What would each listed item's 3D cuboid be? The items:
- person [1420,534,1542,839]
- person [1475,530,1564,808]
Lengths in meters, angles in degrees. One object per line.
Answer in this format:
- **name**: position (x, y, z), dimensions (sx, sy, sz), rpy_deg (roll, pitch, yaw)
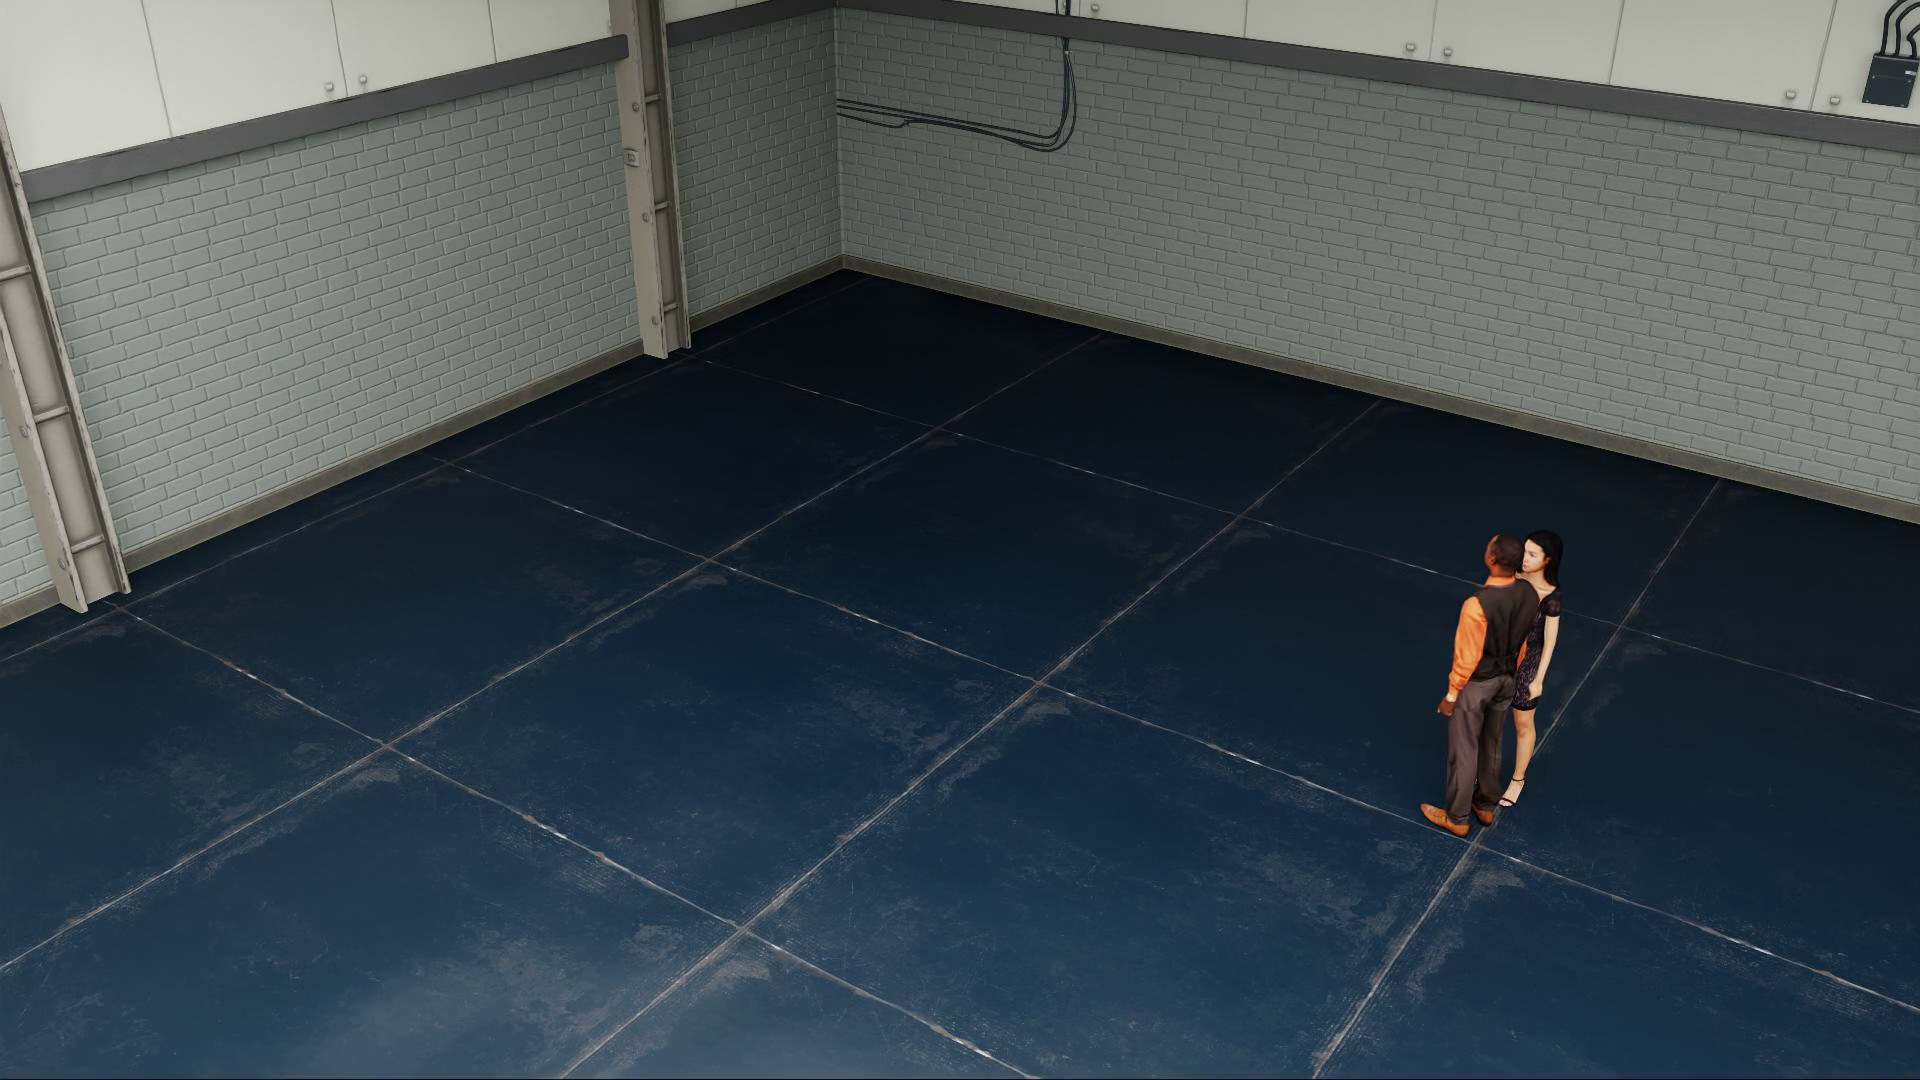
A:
- **person**: position (2.977, 0.823, 9.426), dimensions (0.715, 1.908, 0.844), rpy_deg (-14, 31, -25)
- **person**: position (3.256, 0.740, 9.704), dimensions (0.606, 1.792, 0.650), rpy_deg (-18, 33, -30)
